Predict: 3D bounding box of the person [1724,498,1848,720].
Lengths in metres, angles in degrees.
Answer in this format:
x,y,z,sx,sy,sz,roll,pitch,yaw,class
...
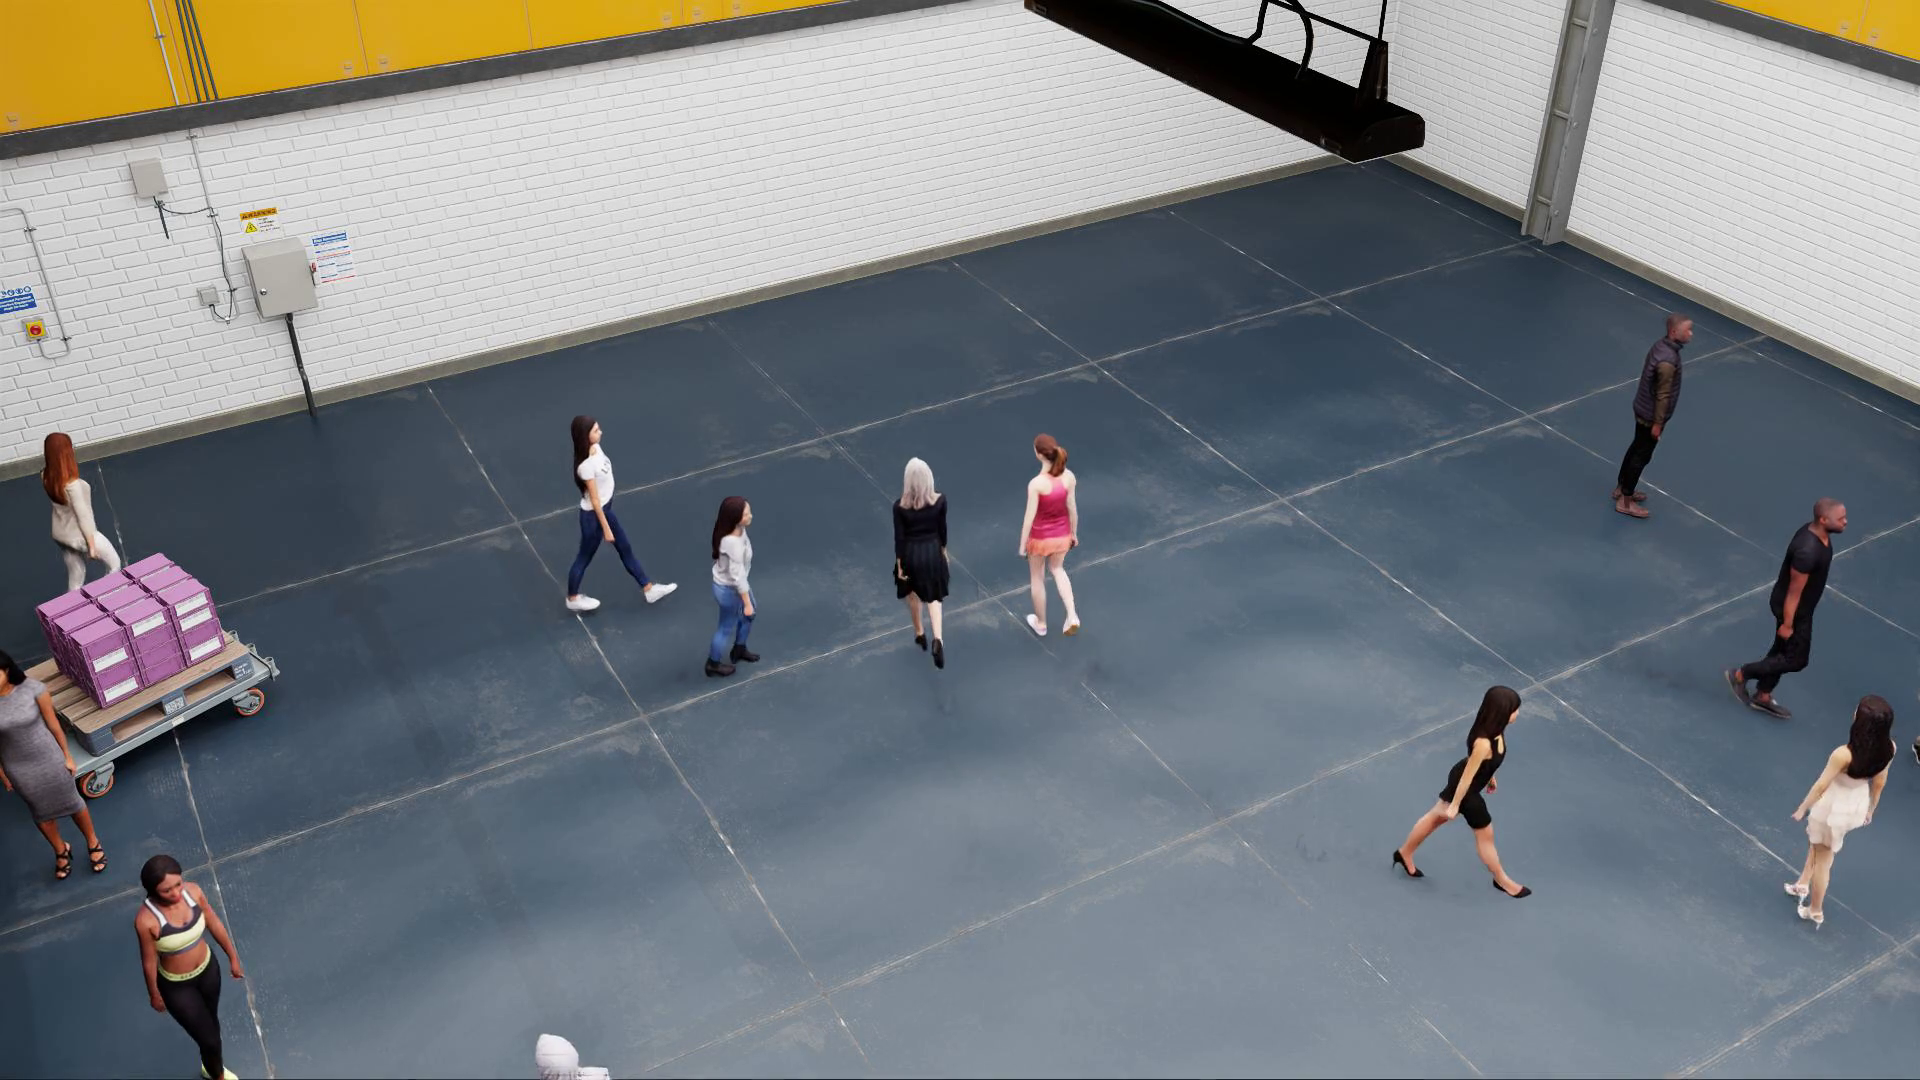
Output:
x,y,z,sx,sy,sz,roll,pitch,yaw,class
5.806,0.465,11.760,0.881,1.812,0.823,22,39,29,person

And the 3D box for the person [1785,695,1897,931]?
x,y,z,sx,sy,sz,roll,pitch,yaw,class
5.325,1.701,9.980,0.665,1.725,0.674,-8,34,-12,person

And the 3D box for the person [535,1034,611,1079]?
x,y,z,sx,sy,sz,roll,pitch,yaw,class
-1.778,3.046,7.932,0.696,1.752,1.089,-23,40,-30,person

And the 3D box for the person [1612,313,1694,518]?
x,y,z,sx,sy,sz,roll,pitch,yaw,class
5.859,-1.079,14.062,0.811,1.836,0.764,9,35,14,person

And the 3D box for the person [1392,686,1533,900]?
x,y,z,sx,sy,sz,roll,pitch,yaw,class
3.058,1.553,10.319,1.140,1.597,1.007,13,36,19,person

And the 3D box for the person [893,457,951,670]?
x,y,z,sx,sy,sz,roll,pitch,yaw,class
-0.257,0.220,12.210,0.760,1.723,1.021,-8,34,-12,person

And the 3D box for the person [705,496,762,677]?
x,y,z,sx,sy,sz,roll,pitch,yaw,class
-1.736,0.360,12.114,0.807,1.596,0.716,-9,35,-13,person

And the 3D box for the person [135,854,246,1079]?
x,y,z,sx,sy,sz,roll,pitch,yaw,class
-4.219,2.343,9.002,0.844,1.738,0.766,19,38,26,person

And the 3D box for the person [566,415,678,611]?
x,y,z,sx,sy,sz,roll,pitch,yaw,class
-2.878,-0.147,12.759,1.027,1.726,1.140,-1,34,-1,person

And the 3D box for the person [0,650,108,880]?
x,y,z,sx,sy,sz,roll,pitch,yaw,class
-5.771,1.393,10.396,0.596,1.778,0.534,-14,36,-20,person

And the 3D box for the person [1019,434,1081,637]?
x,y,z,sx,sy,sz,roll,pitch,yaw,class
0.711,0.026,12.495,0.635,1.731,0.803,-16,37,-23,person

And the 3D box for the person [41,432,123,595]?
x,y,z,sx,sy,sz,roll,pitch,yaw,class
-6.734,0.009,12.559,0.848,1.688,0.895,12,36,18,person
